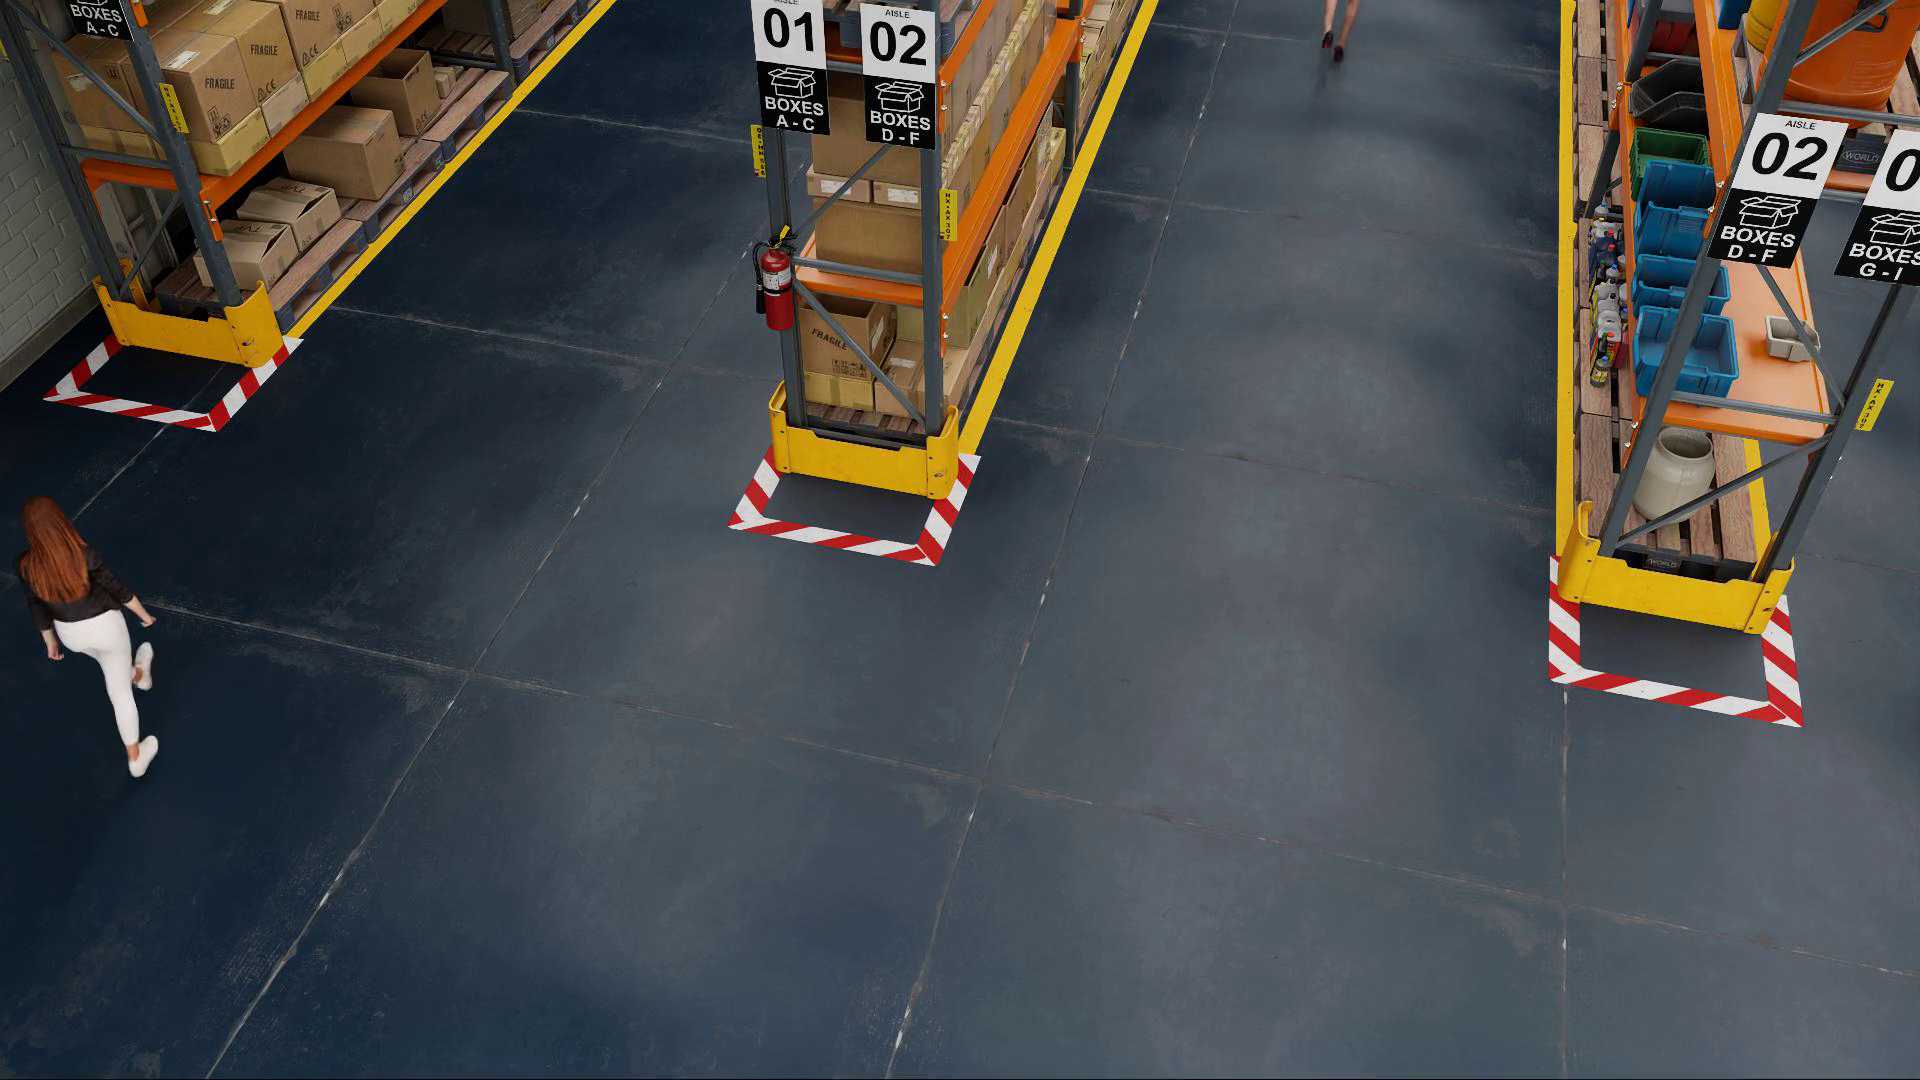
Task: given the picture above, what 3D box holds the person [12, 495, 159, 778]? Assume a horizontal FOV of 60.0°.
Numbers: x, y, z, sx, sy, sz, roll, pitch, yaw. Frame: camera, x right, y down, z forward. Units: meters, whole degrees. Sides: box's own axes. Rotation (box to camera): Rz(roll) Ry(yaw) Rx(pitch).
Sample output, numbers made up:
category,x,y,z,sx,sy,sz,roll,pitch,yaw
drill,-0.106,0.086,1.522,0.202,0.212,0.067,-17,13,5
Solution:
category,x,y,z,sx,sy,sz,roll,pitch,yaw
person,-4.423,0.529,8.453,0.852,1.669,1.158,-3,43,-3
